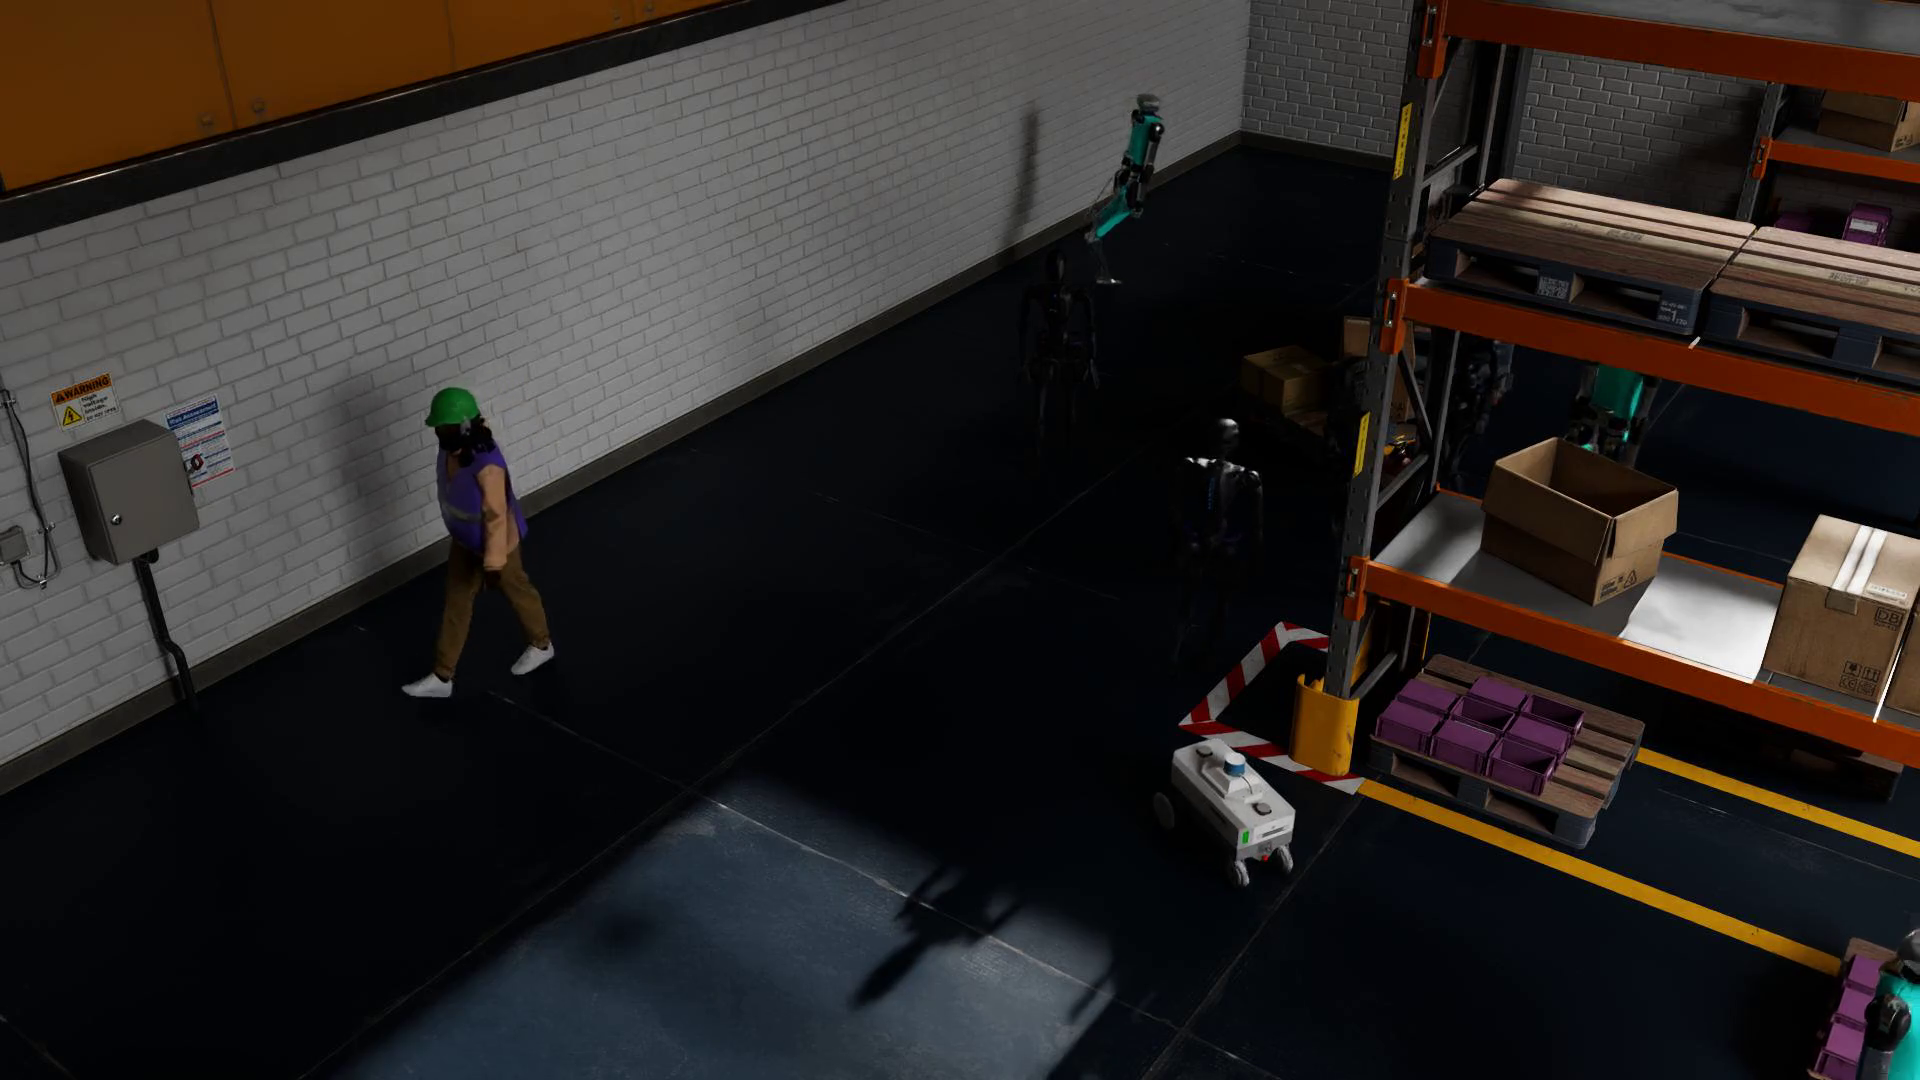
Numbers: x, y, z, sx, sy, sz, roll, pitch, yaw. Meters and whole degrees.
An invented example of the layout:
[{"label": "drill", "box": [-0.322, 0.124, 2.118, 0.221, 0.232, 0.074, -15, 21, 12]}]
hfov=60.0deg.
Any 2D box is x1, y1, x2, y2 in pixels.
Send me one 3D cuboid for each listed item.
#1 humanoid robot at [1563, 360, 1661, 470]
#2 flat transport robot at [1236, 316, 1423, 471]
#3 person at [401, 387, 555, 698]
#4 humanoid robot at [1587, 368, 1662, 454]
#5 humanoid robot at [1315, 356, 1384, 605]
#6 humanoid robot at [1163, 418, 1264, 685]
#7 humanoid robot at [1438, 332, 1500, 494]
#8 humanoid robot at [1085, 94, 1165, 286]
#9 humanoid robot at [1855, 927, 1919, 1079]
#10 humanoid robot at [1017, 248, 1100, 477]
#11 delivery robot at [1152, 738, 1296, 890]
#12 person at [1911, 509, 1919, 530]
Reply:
[{"label": "humanoid robot", "box": [3.858, -0.470, 10.449, 1.022, 1.775, 0.532, -20, 35, -31]}, {"label": "flat transport robot", "box": [2.801, -0.825, 12.471, 0.659, 0.231, 1.431, -15, 33, -24]}, {"label": "person", "box": [-2.769, 0.043, 9.343, 0.570, 1.880, 0.965, 22, 37, 33]}, {"label": "humanoid robot", "box": [4.545, -1.071, 11.421, 0.546, 1.788, 0.680, 13, 32, 21]}, {"label": "humanoid robot", "box": [2.421, -0.364, 10.263, 0.355, 1.646, 0.612, -11, 32, -18]}, {"label": "humanoid robot", "box": [1.419, 0.096, 9.479, 0.603, 1.634, 0.597, 13, 33, 22]}, {"label": "humanoid robot", "box": [3.390, -0.935, 11.242, 0.323, 1.649, 0.610, -12, 32, -19]}, {"label": "humanoid robot", "box": [1.396, -3.079, 14.955, 0.787, 1.800, 0.538, -8, 31, -14]}, {"label": "humanoid robot", "box": [3.371, 2.166, 5.812, 0.548, 1.752, 0.964, -22, 37, -33]}, {"label": "humanoid robot", "box": [0.707, -1.279, 11.881, 0.607, 1.656, 0.597, 6, 30, 10]}, {"label": "delivery robot", "box": [1.365, 1.339, 8.431, 0.499, 0.595, 0.797, -14, 33, -23]}, {"label": "person", "box": [6.661, -0.830, 10.874, 0.406, 1.876, 0.555, -4, 30, -6]}]
